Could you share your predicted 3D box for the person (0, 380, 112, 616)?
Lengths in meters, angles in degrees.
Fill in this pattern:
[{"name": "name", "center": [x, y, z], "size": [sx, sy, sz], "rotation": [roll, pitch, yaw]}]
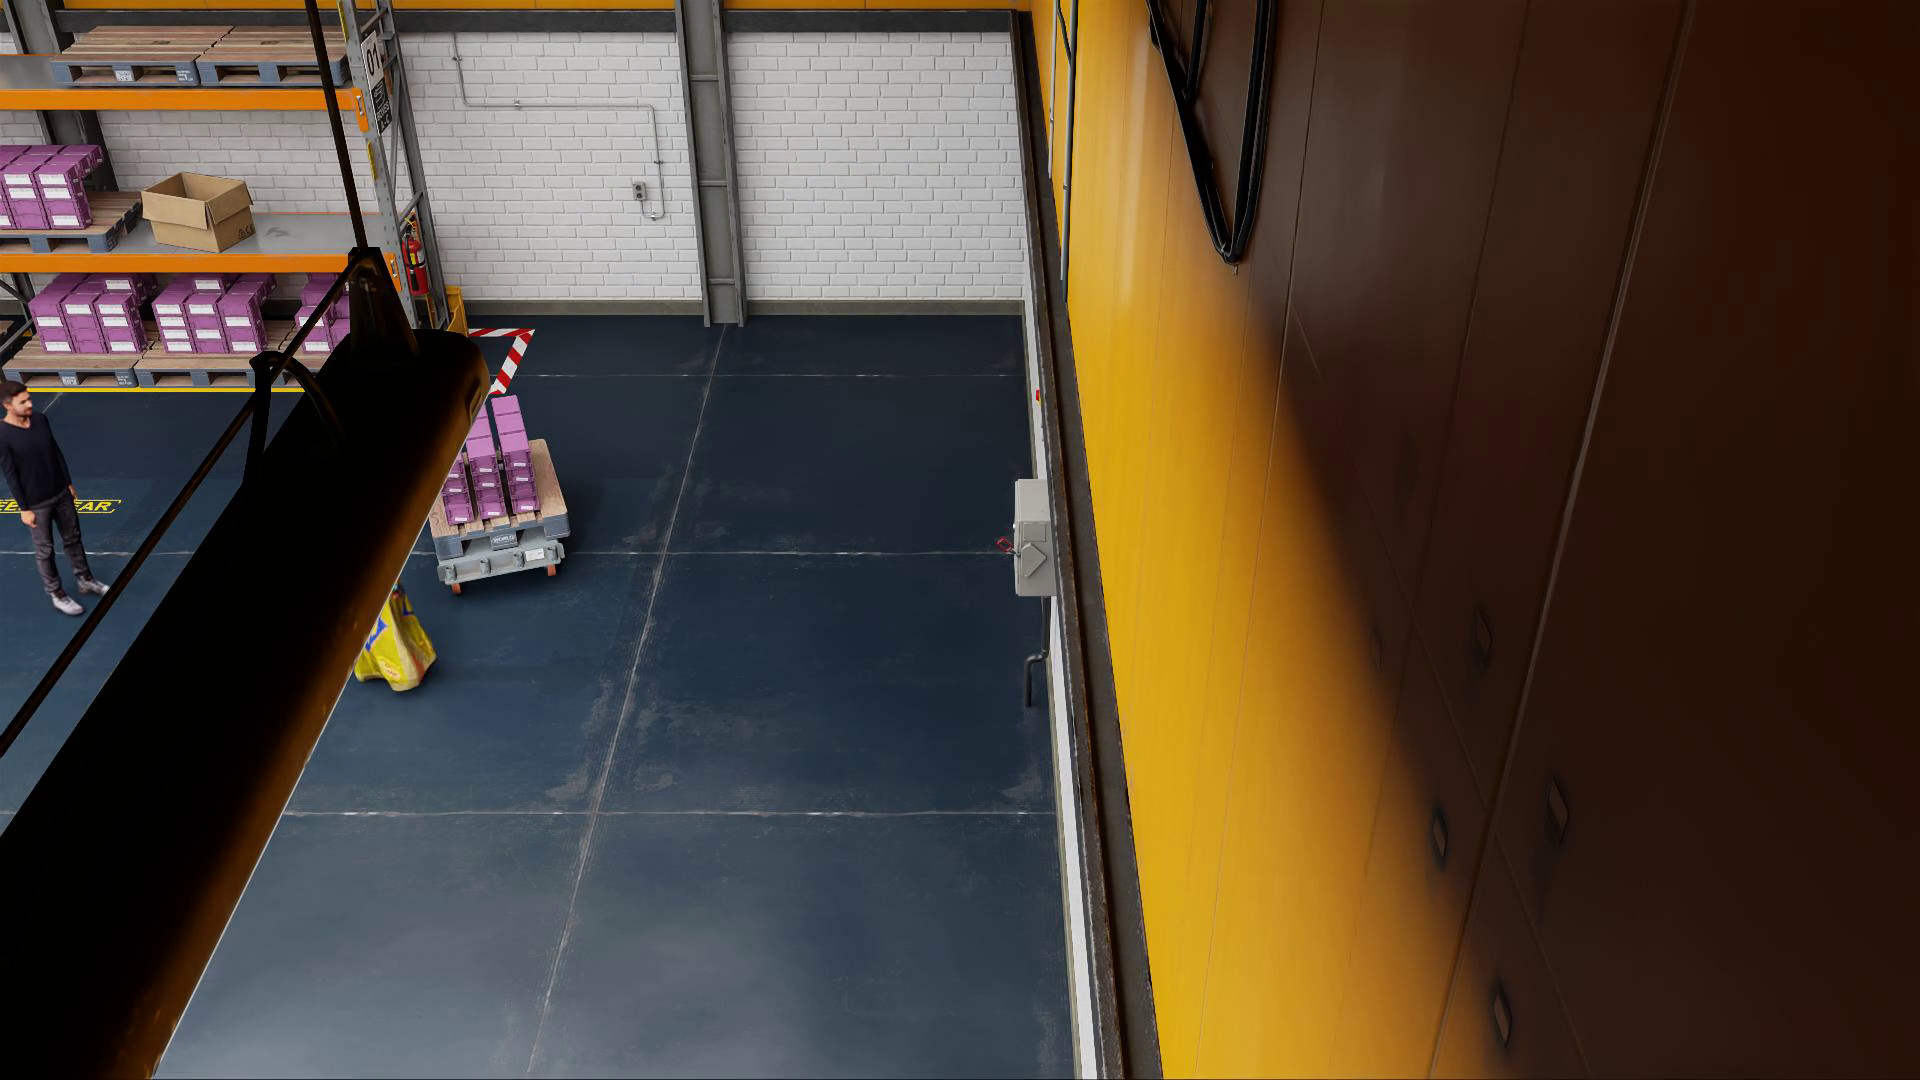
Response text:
[{"name": "person", "center": [-6.727, -0.328, 12.189], "size": [0.690, 1.867, 0.706], "rotation": [13, 36, 18]}]
